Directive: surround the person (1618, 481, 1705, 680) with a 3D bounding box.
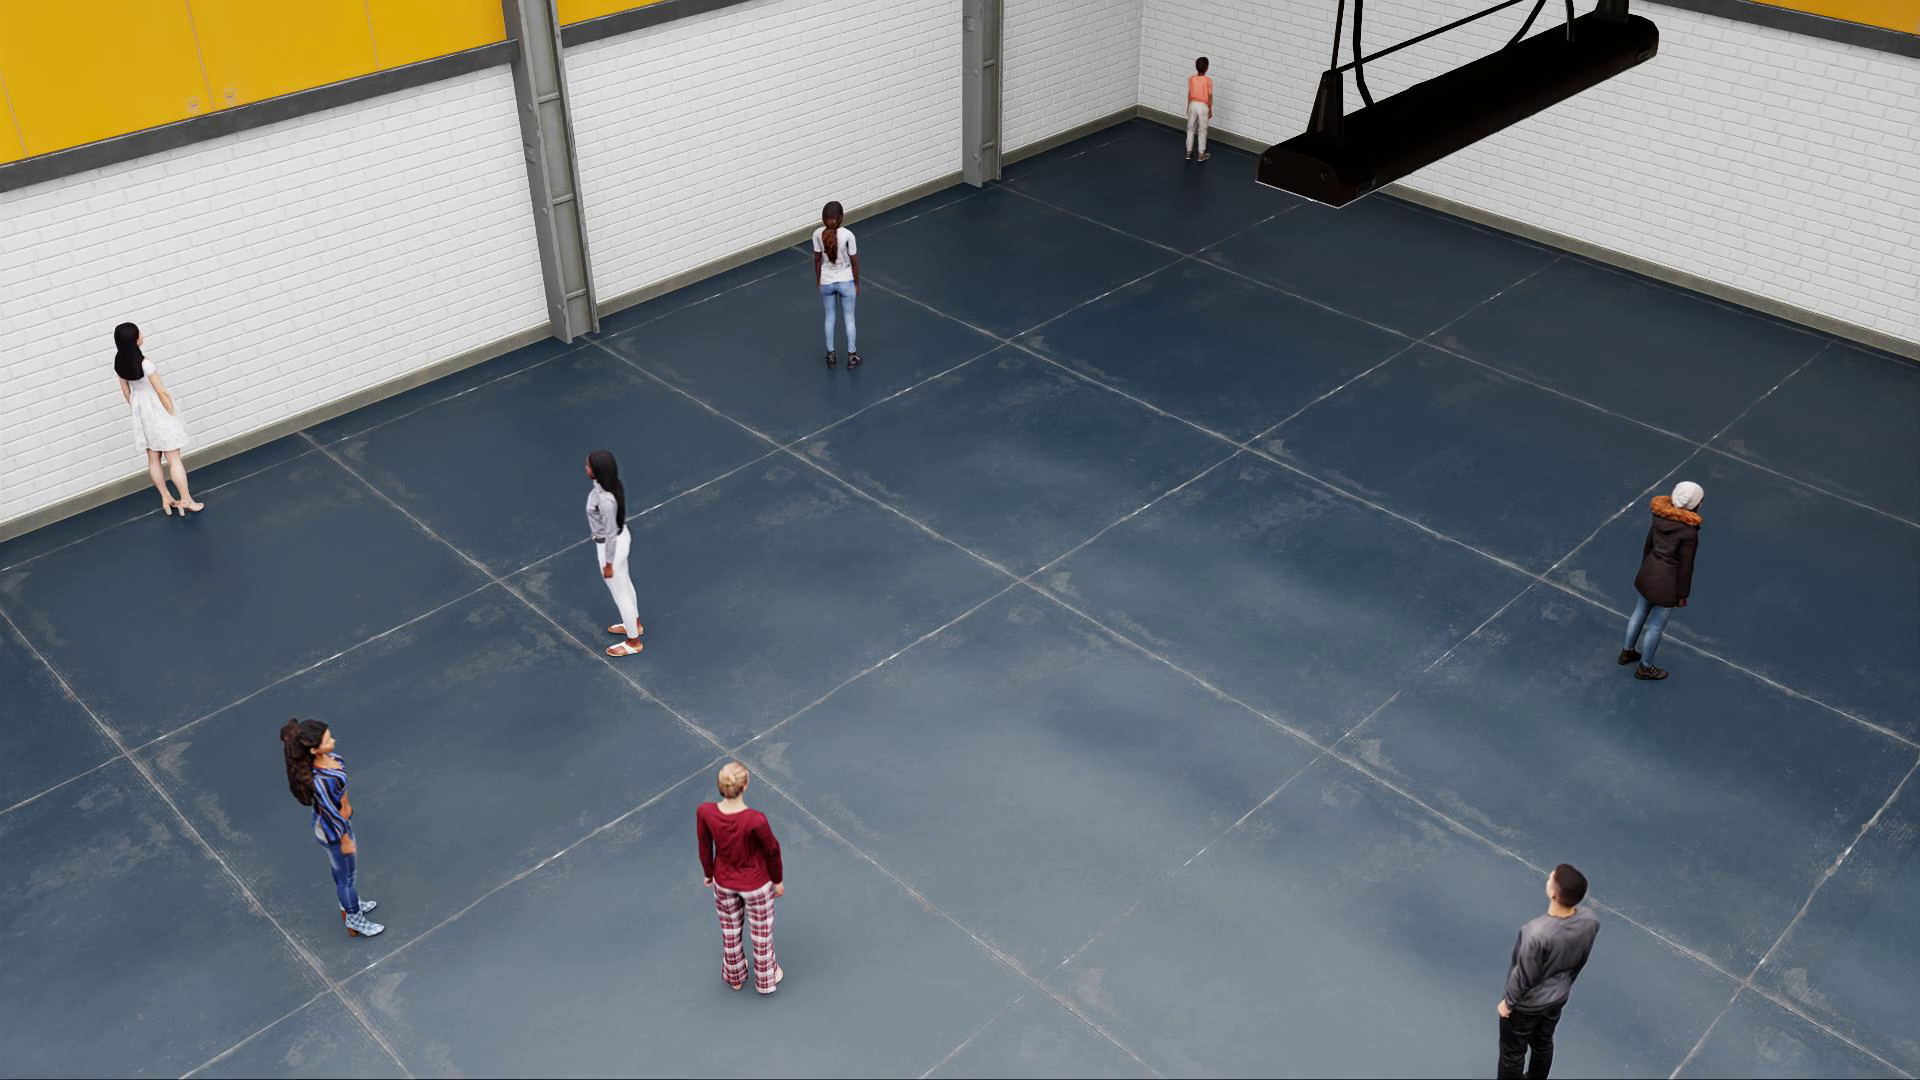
[{"bbox_3d":[5.102,0.277,12.072,0.753,1.634,0.734,-10,35,-14],"label":"person"}]

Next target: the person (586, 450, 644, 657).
[{"bbox_3d":[-2.563,0.076,12.292,0.701,1.724,0.665,-3,34,-5],"label":"person"}]

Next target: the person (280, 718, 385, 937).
[{"bbox_3d":[-3.734,1.708,9.934,0.660,1.616,0.674,-14,36,-20],"label":"person"}]

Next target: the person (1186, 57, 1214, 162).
[{"bbox_3d":[3.013,-5.444,20.971,0.537,1.310,0.541,18,38,25],"label":"person"}]

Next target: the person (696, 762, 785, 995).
[{"bbox_3d":[-1.251,1.927,9.529,0.693,1.700,0.696,7,34,10],"label":"person"}]

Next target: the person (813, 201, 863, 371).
[{"bbox_3d":[-1.189,-2.477,16.137,0.669,1.719,0.700,5,34,8],"label":"person"}]

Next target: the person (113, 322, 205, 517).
[{"bbox_3d":[-6.717,-1.003,13.870,0.761,1.774,0.788,10,35,14],"label":"person"}]

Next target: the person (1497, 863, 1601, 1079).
[{"bbox_3d":[3.049,2.389,8.778,0.596,1.761,0.749,-14,36,-20],"label":"person"}]
